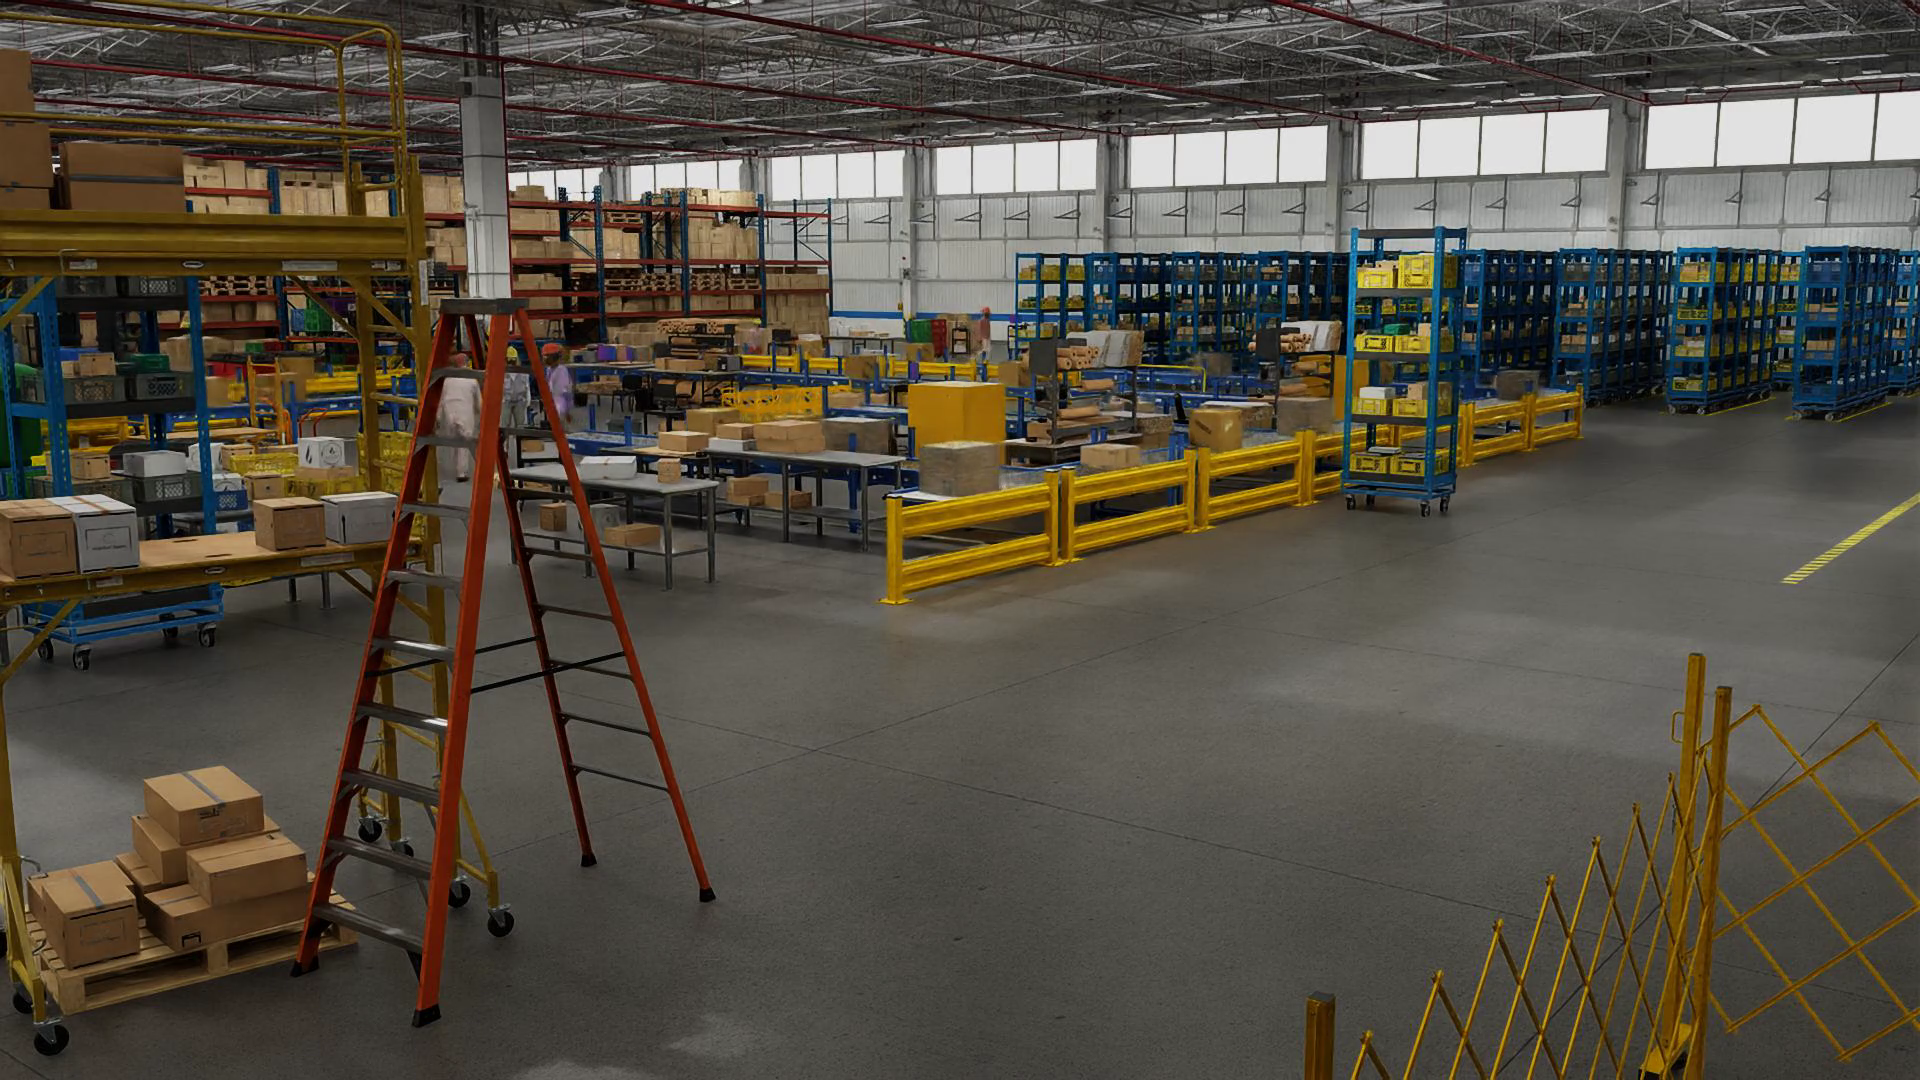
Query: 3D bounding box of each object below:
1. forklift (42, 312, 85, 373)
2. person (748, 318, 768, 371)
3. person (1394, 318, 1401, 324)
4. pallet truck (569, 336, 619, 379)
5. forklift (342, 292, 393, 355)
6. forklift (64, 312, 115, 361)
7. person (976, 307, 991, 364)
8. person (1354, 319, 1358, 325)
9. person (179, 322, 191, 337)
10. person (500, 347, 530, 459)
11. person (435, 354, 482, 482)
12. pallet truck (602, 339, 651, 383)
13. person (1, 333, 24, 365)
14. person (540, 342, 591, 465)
[{"bbox_3d":[-23.779,-5.451,44.052,1.873,2.768,1.129,7,11,36],"label":"forklift"},{"bbox_3d":[-5.996,-5.697,49.220,0.923,1.718,0.527,9,12,43],"label":"person"},{"bbox_3d":[13.251,-5.906,50.299,0.574,1.798,0.964,7,11,36],"label":"person"},{"bbox_3d":[-10.690,-5.294,48.215,1.601,1.201,0.680,-5,10,-26],"label":"pallet truck"},{"bbox_3d":[-16.485,-5.622,45.120,1.129,2.768,1.873,7,11,37],"label":"forklift"},{"bbox_3d":[-22.147,-5.307,43.154,1.873,2.768,1.129,-2,9,-14],"label":"forklift"},{"bbox_3d":[0.786,-6.475,53.236,0.508,1.980,0.638,5,10,27],"label":"person"},{"bbox_3d":[11.621,-5.744,49.297,0.944,1.776,0.612,8,12,42],"label":"person"},{"bbox_3d":[-21.051,-5.077,45.349,0.529,1.714,0.911,5,10,29],"label":"person"},{"bbox_3d":[-7.357,-2.254,27.359,0.586,1.833,0.403,-4,10,-24],"label":"person"},{"bbox_3d":[-7.323,-1.803,24.475,0.695,1.854,0.943,0,9,3],"label":"person"},{"bbox_3d":[-8.991,-4.871,45.351,0.653,1.274,1.630,7,11,37],"label":"pallet truck"},{"bbox_3d":[-23.544,-4.366,41.299,0.518,1.593,0.769,-8,12,-41],"label":"person"},{"bbox_3d":[-6.039,-2.011,25.327,0.878,2.012,0.618,-6,11,-35],"label":"person"}]
